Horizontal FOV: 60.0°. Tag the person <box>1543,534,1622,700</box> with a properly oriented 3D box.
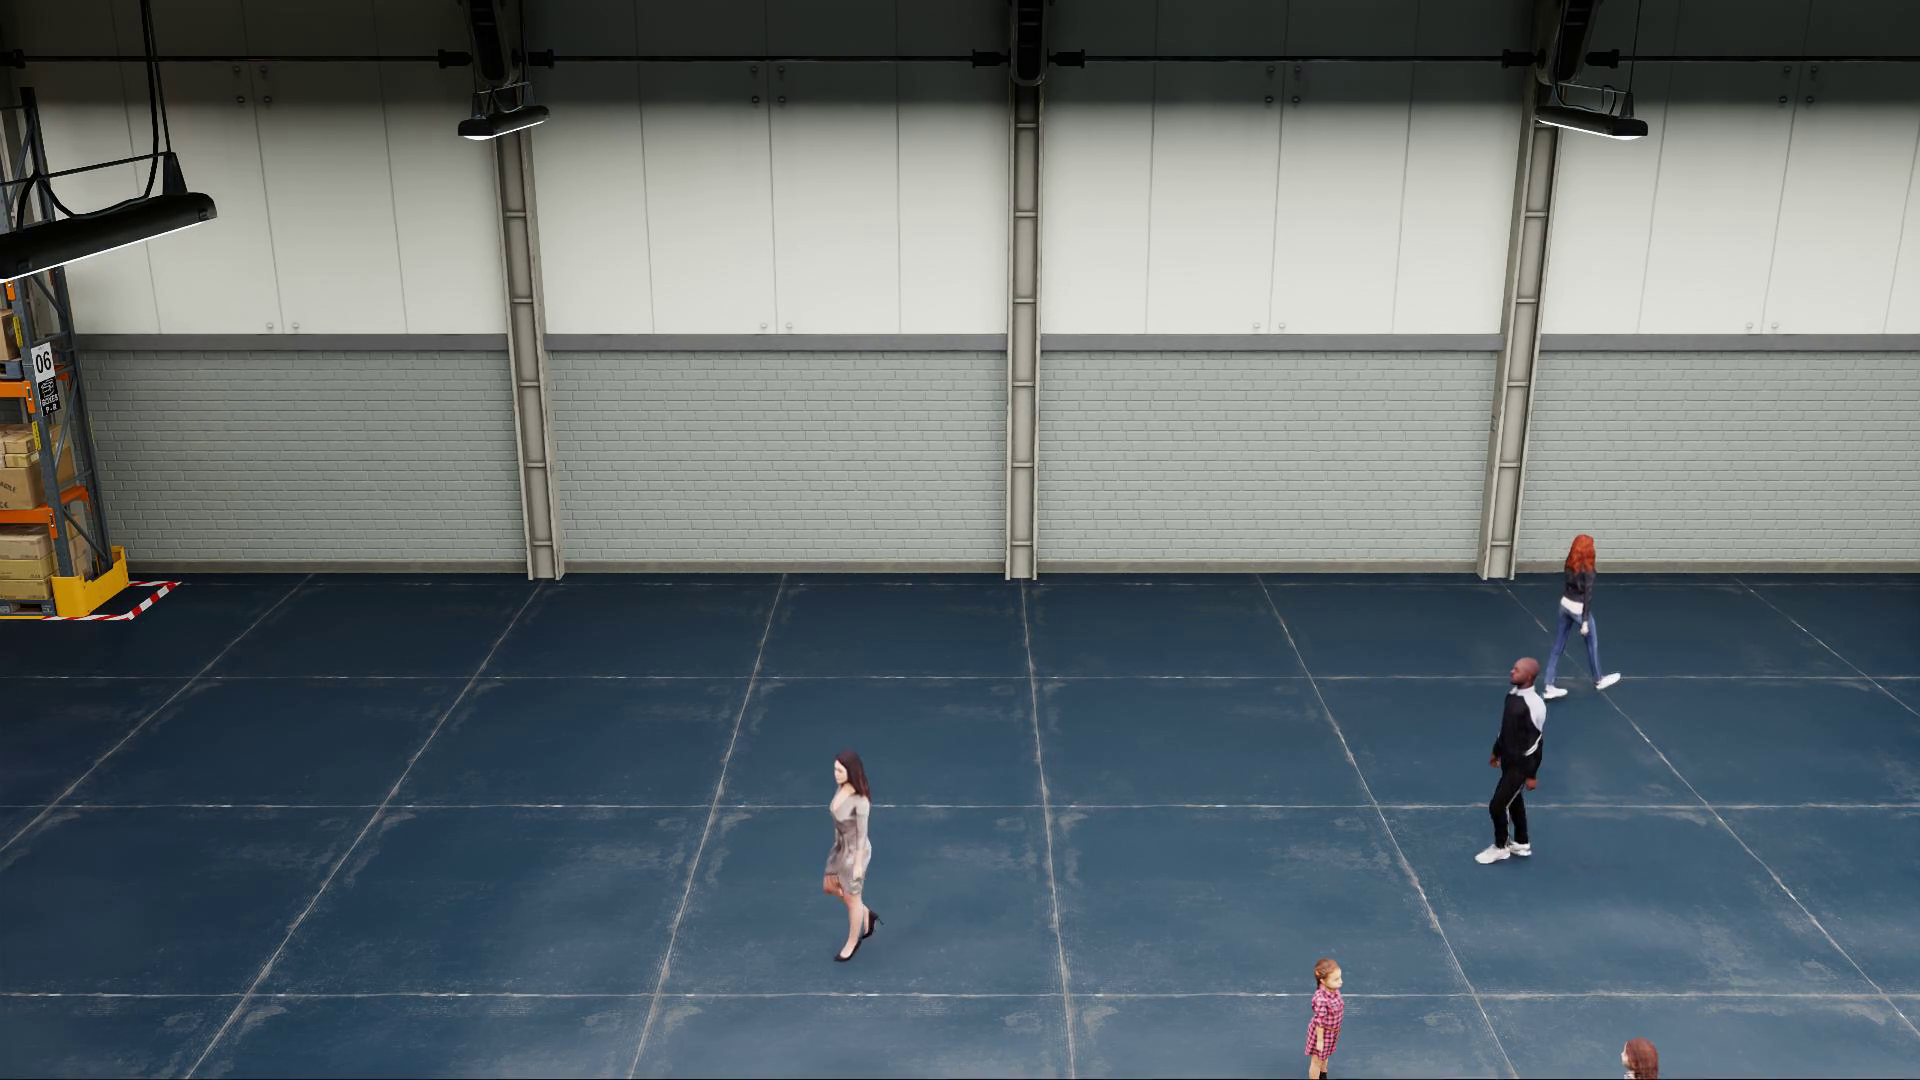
[{"bbox_3d":[6.237,0.815,17.077,1.177,1.758,0.866,-7,19,-20],"label":"person"}]

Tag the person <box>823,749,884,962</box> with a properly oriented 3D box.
[{"bbox_3d":[-0.755,2.340,12.438,0.818,1.732,0.767,-10,20,-28],"label":"person"}]

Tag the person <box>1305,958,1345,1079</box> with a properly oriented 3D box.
[{"bbox_3d":[2.399,3.203,10.933,0.549,1.022,0.501,12,22,33],"label":"person"}]

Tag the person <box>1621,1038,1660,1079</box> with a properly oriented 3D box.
[{"bbox_3d":[4.072,3.481,9.957,0.587,1.097,0.552,9,20,26],"label":"person"}]

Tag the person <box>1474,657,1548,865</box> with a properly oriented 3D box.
[{"bbox_3d":[4.738,1.835,13.859,0.726,1.811,0.675,0,18,-1],"label":"person"}]
